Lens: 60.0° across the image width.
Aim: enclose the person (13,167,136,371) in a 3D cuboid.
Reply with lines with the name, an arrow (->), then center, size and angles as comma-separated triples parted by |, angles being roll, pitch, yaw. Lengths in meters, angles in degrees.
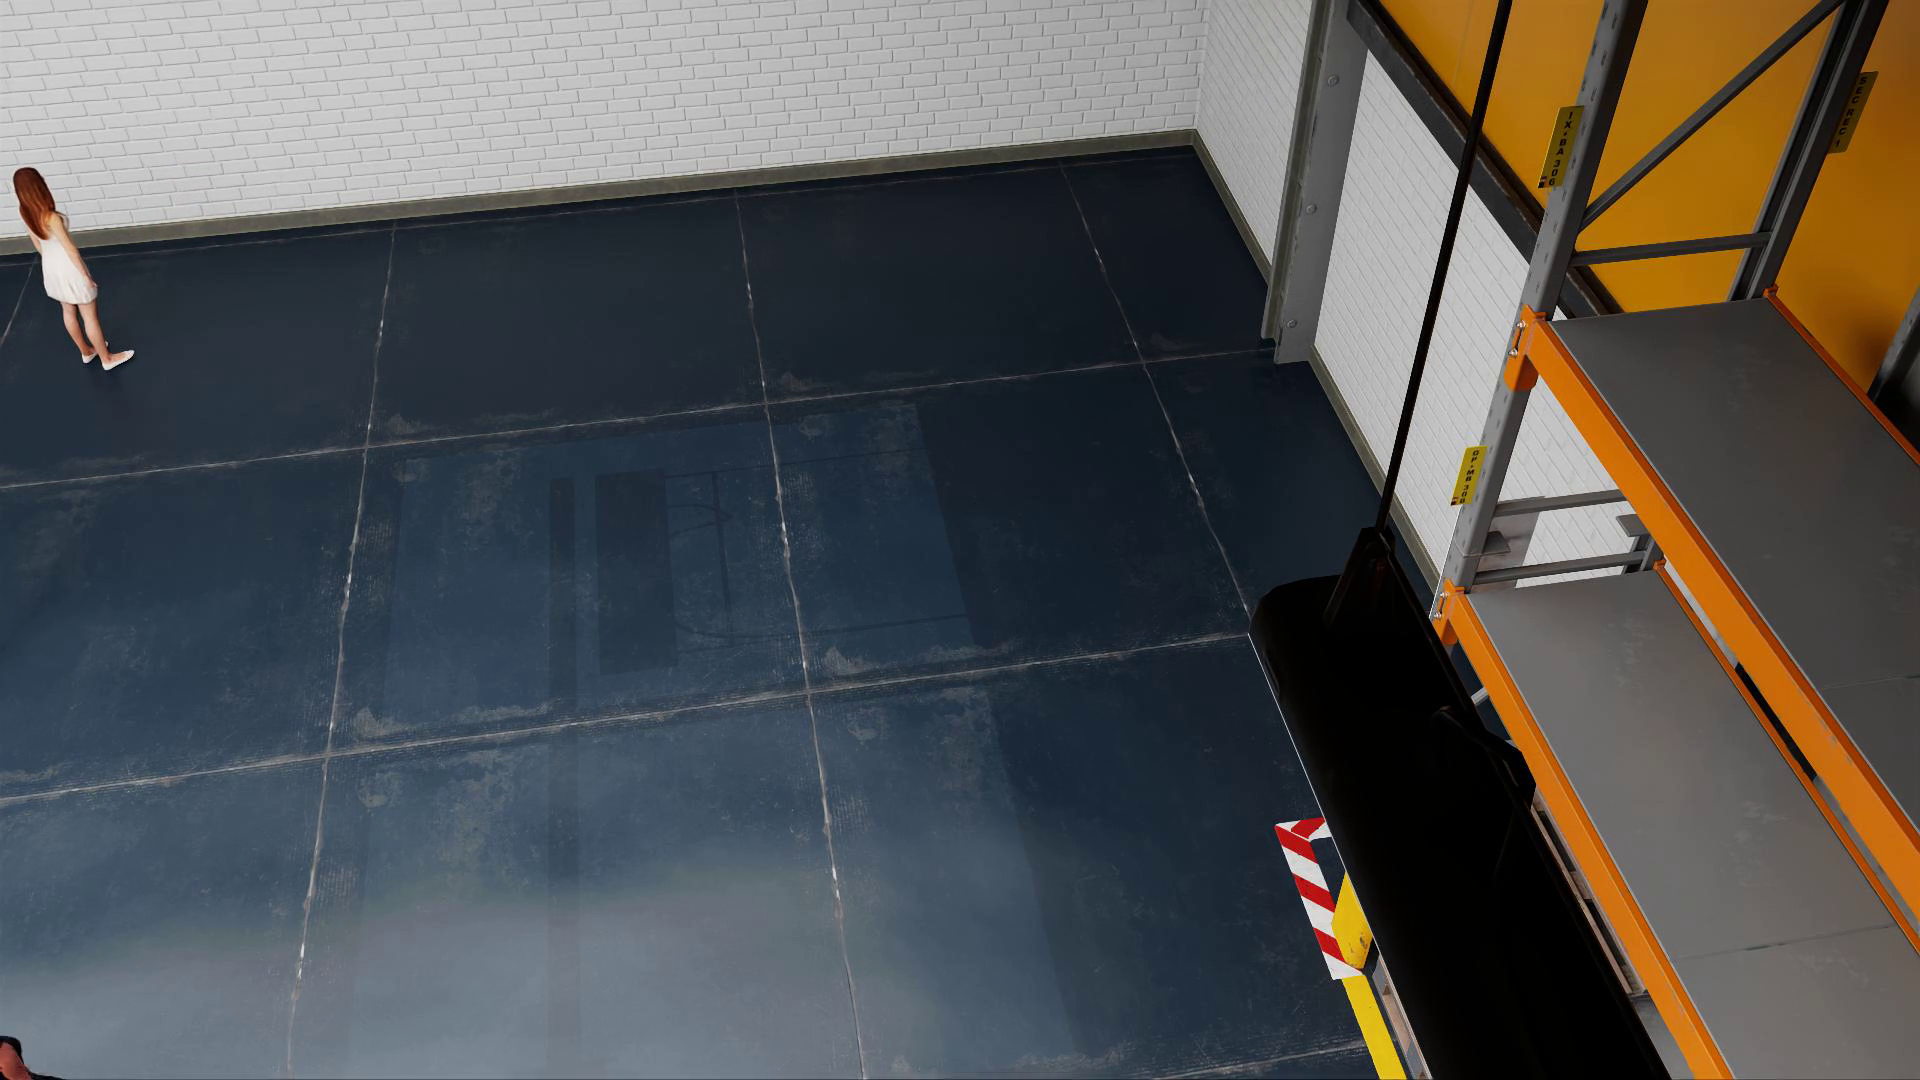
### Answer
person -> -6.819, -2.068, 12.666 | 0.647, 1.711, 0.694 | 20, 47, 20
